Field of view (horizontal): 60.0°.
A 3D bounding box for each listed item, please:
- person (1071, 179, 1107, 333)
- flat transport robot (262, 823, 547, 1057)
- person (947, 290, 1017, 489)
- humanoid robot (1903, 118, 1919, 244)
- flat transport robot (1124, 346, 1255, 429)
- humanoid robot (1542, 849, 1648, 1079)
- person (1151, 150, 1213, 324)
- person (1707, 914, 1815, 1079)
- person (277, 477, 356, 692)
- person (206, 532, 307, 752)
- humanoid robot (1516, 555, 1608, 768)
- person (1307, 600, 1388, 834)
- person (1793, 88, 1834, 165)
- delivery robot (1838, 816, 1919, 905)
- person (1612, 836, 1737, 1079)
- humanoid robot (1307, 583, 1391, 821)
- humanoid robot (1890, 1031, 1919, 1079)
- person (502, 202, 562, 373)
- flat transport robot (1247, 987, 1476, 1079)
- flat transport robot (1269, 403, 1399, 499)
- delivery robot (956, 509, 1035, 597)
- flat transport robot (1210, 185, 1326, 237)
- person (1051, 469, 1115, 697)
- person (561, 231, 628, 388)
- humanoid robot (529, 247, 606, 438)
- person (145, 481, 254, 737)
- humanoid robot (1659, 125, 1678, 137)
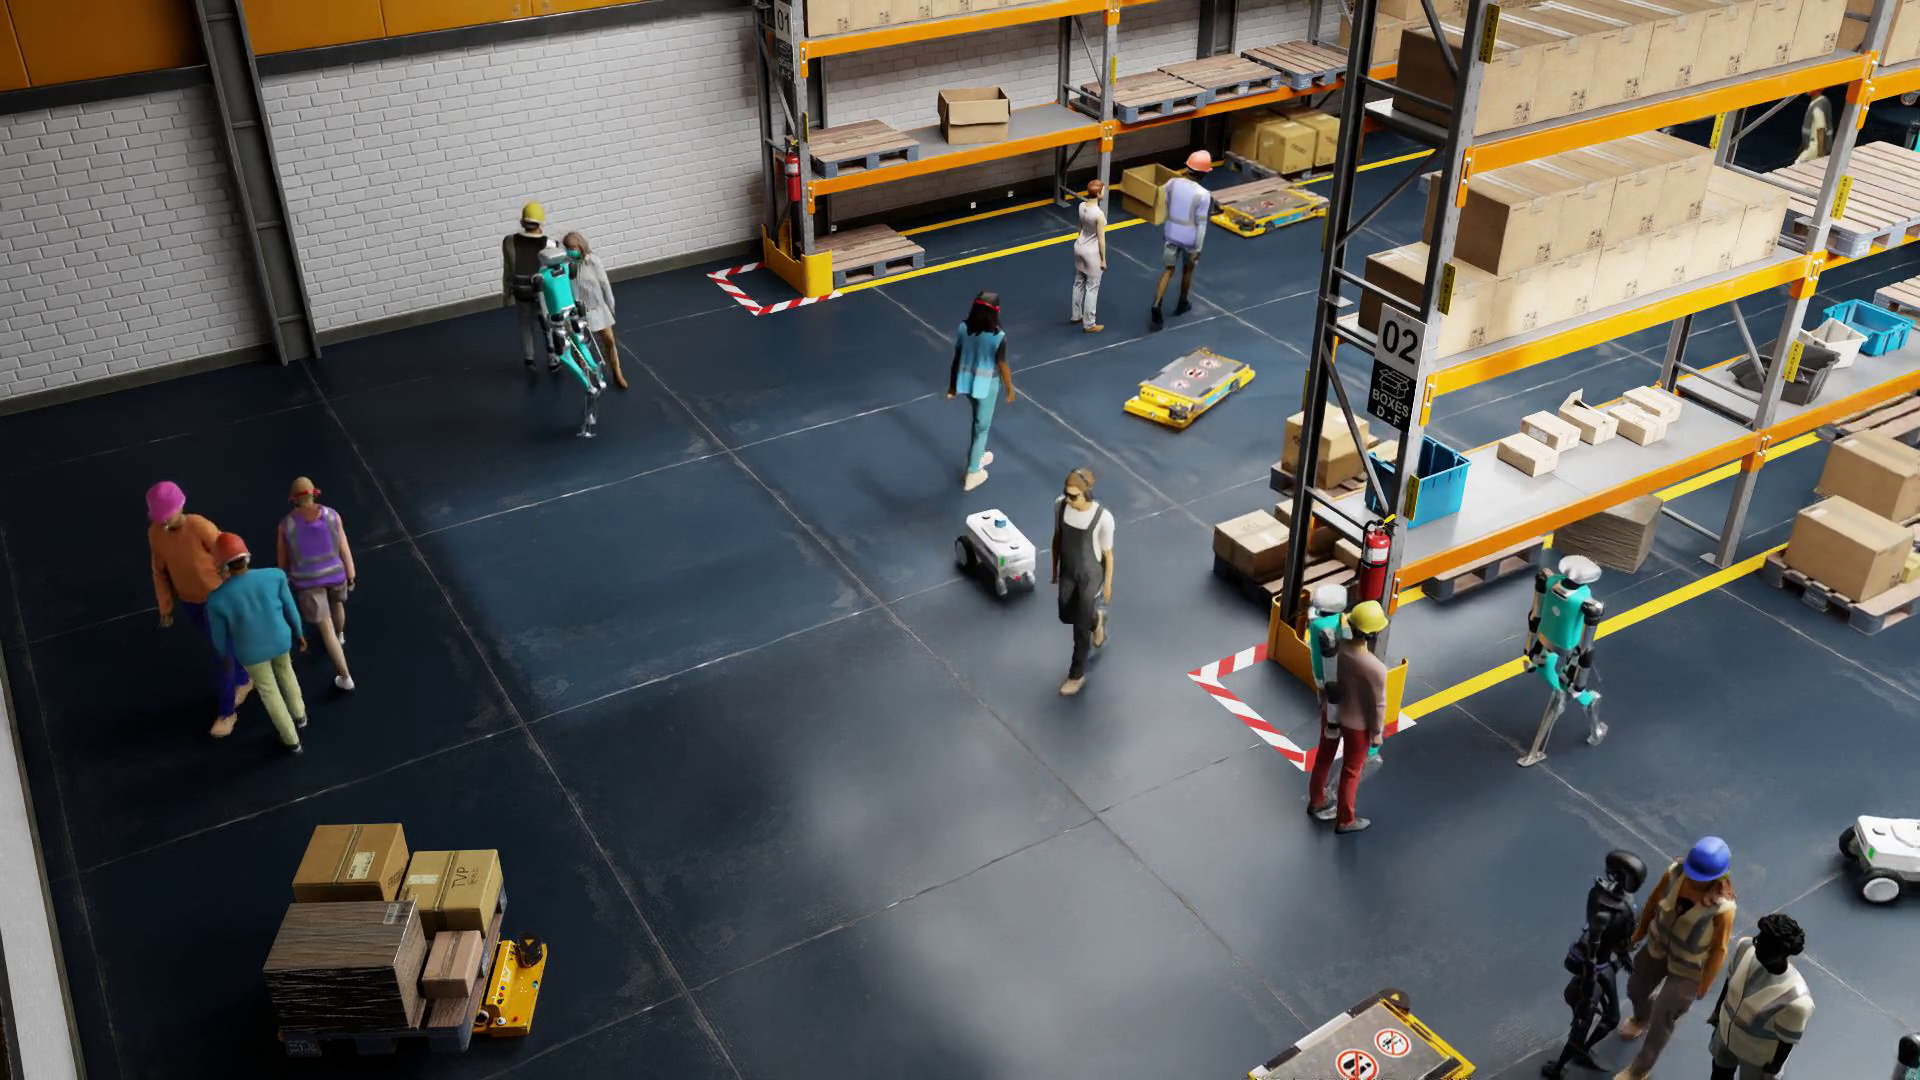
[{"bbox_3d":[1.380,-3.010,17.582,0.283,1.650,0.434,-20,37,-29],"label":"person"},{"bbox_3d":[-3.229,2.651,9.855,1.431,0.231,0.659,-1,32,-2],"label":"flat transport robot"},{"bbox_3d":[0.246,-1.372,14.790,0.515,1.847,0.711,23,39,31],"label":"person"},{"bbox_3d":[11.215,-4.333,19.486,0.534,1.677,0.734,13,34,20],"label":"humanoid robot"},{"bbox_3d":[2.295,-1.527,16.518,0.659,0.231,1.431,22,38,31],"label":"flat transport robot"},{"bbox_3d":[3.471,2.339,9.019,0.339,1.649,0.589,24,39,32],"label":"humanoid robot"},{"bbox_3d":[2.341,-3.192,17.638,0.562,1.902,0.792,20,37,28],"label":"person"},{"bbox_3d":[4.087,2.586,8.621,0.319,1.689,0.533,-8,33,-13],"label":"person"},{"bbox_3d":[-4.754,0.274,12.341,0.473,1.635,0.920,-22,38,-30],"label":"person"},{"bbox_3d":[-4.901,0.694,11.595,0.575,1.728,0.578,-26,41,-35],"label":"person"},{"bbox_3d":[4.287,0.816,11.453,0.893,1.822,0.551,-17,36,-26],"label":"humanoid robot"},{"bbox_3d":[2.552,1.141,10.854,0.309,1.767,0.531,-21,38,-30],"label":"person"},{"bbox_3d":[10.415,-4.769,20.279,1.002,1.767,0.598,16,36,24],"label":"person"},{"bbox_3d":[6.087,2.004,10.609,0.783,0.584,0.499,6,33,9],"label":"delivery robot"},{"bbox_3d":[3.886,2.262,9.069,0.480,1.756,0.536,-15,35,-22],"label":"person"},{"bbox_3d":[2.583,1.068,10.983,0.695,1.758,0.532,2,32,3],"label":"humanoid robot"},{"bbox_3d":[4.256,3.095,7.804,0.976,1.764,0.563,-16,35,-23],"label":"humanoid robot"},{"bbox_3d":[-4.223,-2.465,16.565,0.654,1.813,0.601,1,32,1],"label":"person"},{"bbox_3d":[2.142,3.039,9.238,1.431,0.231,0.659,-21,38,-29],"label":"flat transport robot"},{"bbox_3d":[3.550,-0.334,14.616,1.431,0.231,0.659,-24,39,-33],"label":"flat transport robot"},{"bbox_3d":[0.323,0.060,13.726,0.499,0.602,0.801,-14,35,-21],"label":"delivery robot"},{"bbox_3d":[3.846,-4.065,20.566,1.431,0.231,0.659,-20,37,-29],"label":"flat transport robot"},{"bbox_3d":[0.928,0.230,12.267,0.523,1.823,0.706,22,38,31],"label":"person"},{"bbox_3d":[-3.631,-2.247,16.376,0.591,1.644,0.542,-6,33,-10],"label":"person"},{"bbox_3d":[-3.551,-1.817,15.617,0.811,1.798,0.565,20,37,29],"label":"humanoid robot"},{"bbox_3d":[-5.424,0.467,11.749,0.528,1.954,0.812,5,32,8],"label":"person"},{"bbox_3d":[7.998,-3.950,19.090,0.494,1.648,0.607,-12,34,-19],"label":"humanoid robot"}]
